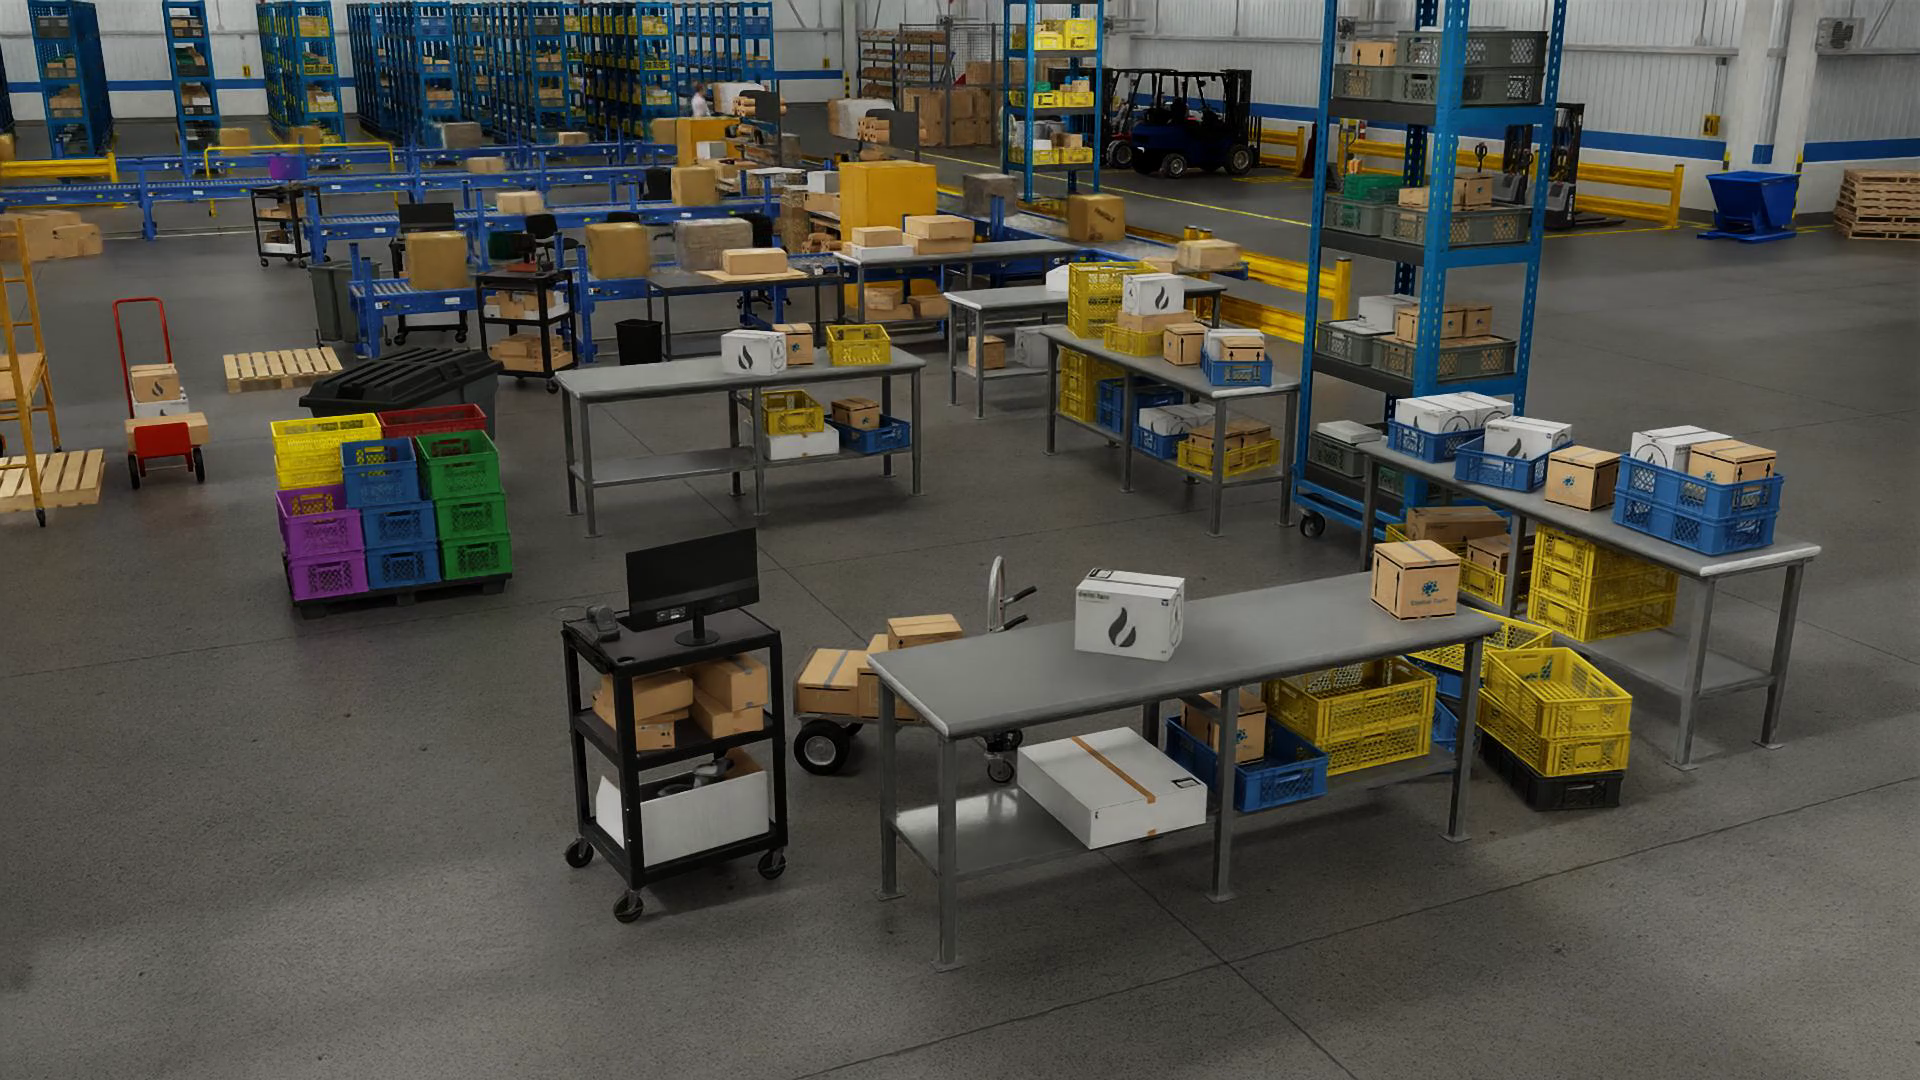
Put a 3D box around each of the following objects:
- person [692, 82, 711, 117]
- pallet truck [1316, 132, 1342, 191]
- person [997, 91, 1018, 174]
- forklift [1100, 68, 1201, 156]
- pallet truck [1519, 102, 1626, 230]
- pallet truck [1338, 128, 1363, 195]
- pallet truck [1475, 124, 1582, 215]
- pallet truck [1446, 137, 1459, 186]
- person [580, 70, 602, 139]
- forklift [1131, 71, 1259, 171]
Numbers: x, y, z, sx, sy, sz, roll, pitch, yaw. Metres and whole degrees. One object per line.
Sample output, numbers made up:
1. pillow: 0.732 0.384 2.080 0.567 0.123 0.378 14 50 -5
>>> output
1. person: -5.674 -9.081 36.542 0.454 1.892 0.651 -6 18 -17
2. pallet truck: 7.723 -7.504 32.656 1.601 1.201 0.680 -8 19 -23
3. person: 0.963 -8.139 33.673 0.404 1.830 0.602 3 18 10
4. forklift: 4.082 -9.564 37.410 2.680 1.987 1.157 -8 19 -23
5. pallet truck: 9.972 -6.037 26.785 1.885 1.965 0.823 -9 20 -25
6. pallet truck: 7.845 -7.140 31.411 1.522 1.261 0.704 -9 20 -25
7. pallet truck: 9.707 -6.455 28.103 1.885 1.965 0.823 -7 19 -20
8. pallet truck: 9.184 -6.485 29.328 1.630 1.274 0.653 -8 19 -23
9. person: -10.118 -11.930 45.606 0.563 1.839 0.392 4 18 11
10. forklift: 4.998 -8.936 35.413 2.680 1.987 1.157 -9 20 -25
